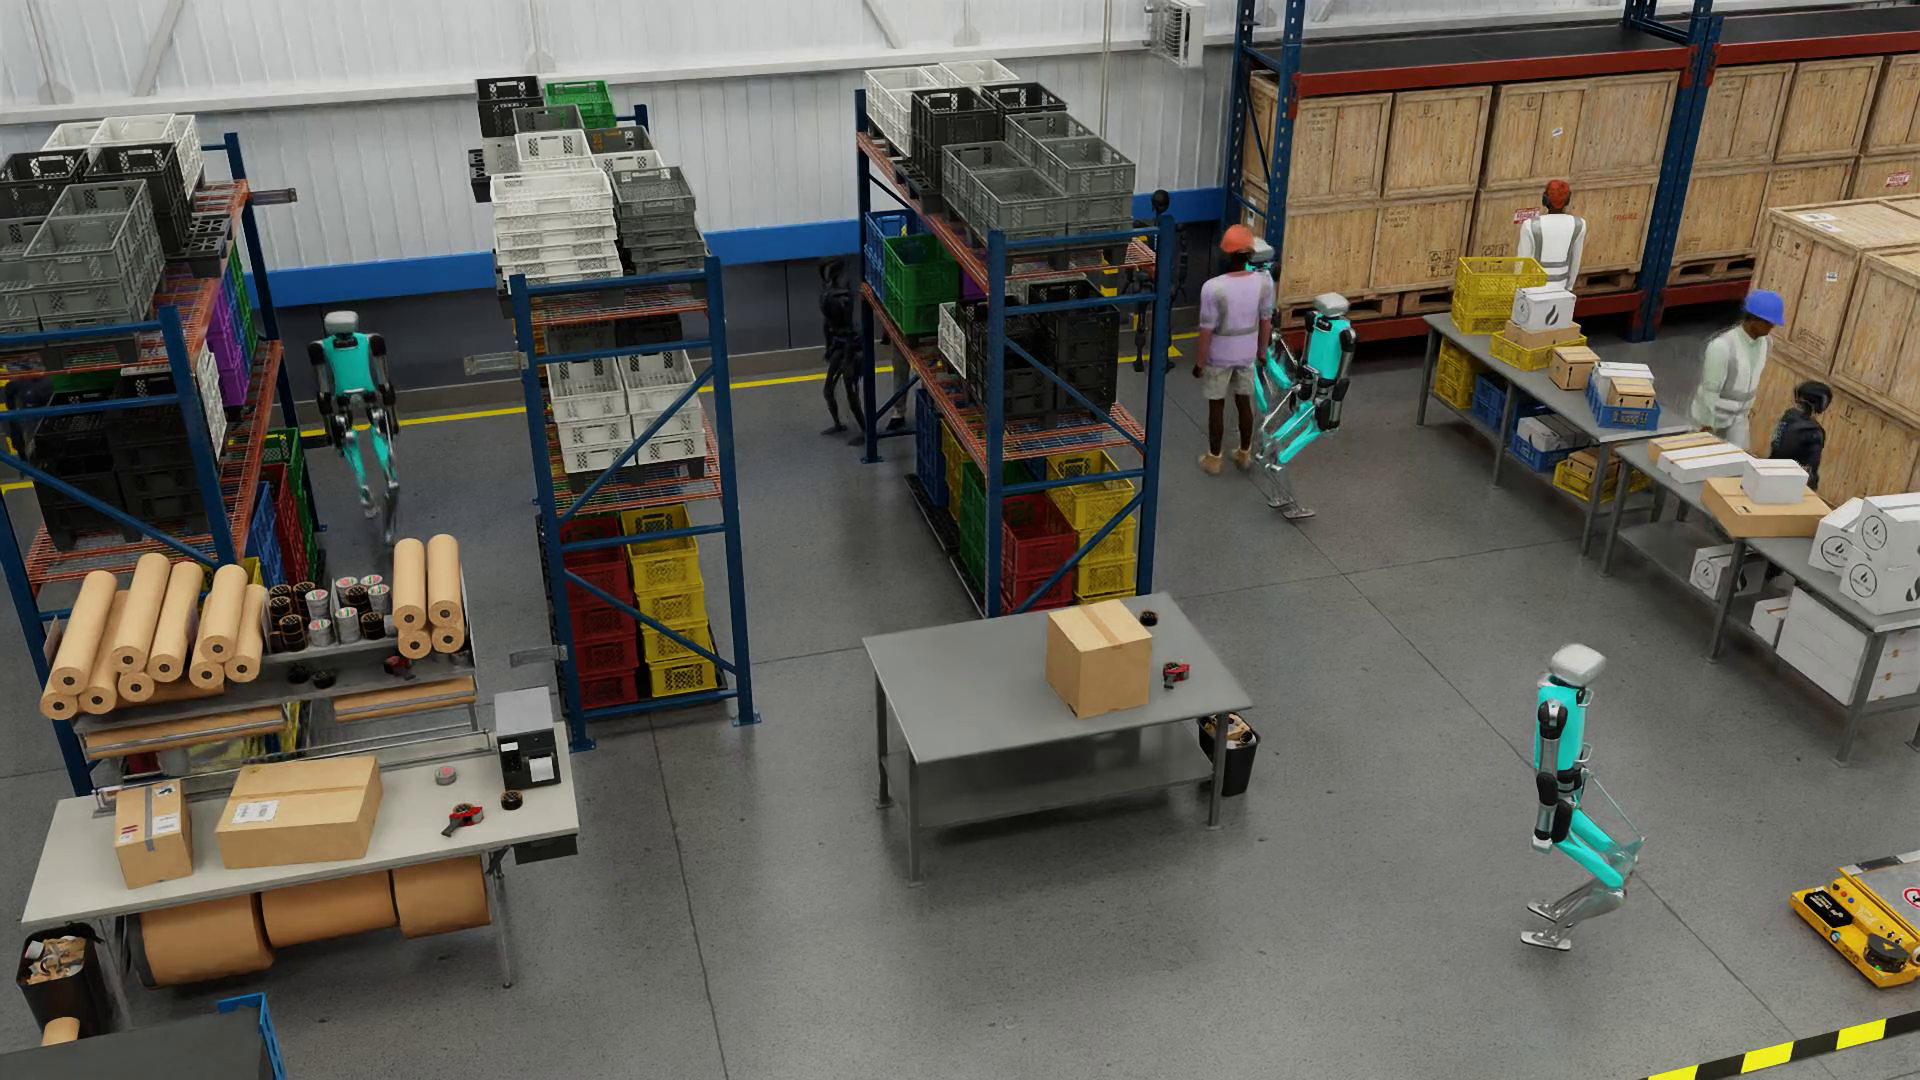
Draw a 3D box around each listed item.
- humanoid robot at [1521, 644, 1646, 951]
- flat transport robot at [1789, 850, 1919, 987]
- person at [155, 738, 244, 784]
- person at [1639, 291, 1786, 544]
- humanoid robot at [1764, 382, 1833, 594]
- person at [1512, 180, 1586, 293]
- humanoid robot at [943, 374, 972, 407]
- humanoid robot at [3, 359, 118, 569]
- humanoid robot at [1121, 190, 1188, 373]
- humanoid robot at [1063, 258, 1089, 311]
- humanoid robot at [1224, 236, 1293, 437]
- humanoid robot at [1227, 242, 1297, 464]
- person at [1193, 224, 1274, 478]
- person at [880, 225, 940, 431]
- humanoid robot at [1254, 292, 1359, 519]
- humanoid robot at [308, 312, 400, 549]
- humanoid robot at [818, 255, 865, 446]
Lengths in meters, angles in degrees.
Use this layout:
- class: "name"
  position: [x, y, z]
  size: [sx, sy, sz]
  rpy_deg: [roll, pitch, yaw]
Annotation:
- class: "humanoid robot"
  position: [3.093, 1.312, 8.116]
  size: [0.735, 1.673, 0.533]
  rpy_deg: [15, 32, 25]
- class: "flat transport robot"
  position: [5.163, 1.916, 8.676]
  size: [1.431, 0.231, 0.659]
  rpy_deg: [-8, 30, -14]
- class: "person"
  position: [-3.830, 1.107, 8.536]
  size: [0.720, 1.818, 0.631]
  rpy_deg: [6, 29, 11]
- class: "person"
  position: [5.564, -0.974, 12.247]
  size: [0.627, 1.895, 0.946]
  rpy_deg: [-10, 30, -18]
- class: "humanoid robot"
  position: [5.617, -0.318, 11.285]
  size: [0.382, 1.649, 0.612]
  rpy_deg: [-1, 29, -1]
- class: "person"
  position: [5.087, -2.219, 14.523]
  size: [0.574, 1.884, 0.356]
  rpy_deg: [-2, 29, -3]
- class: "humanoid robot"
  position: [0.057, -1.696, 13.749]
  size: [0.735, 1.806, 0.530]
  rpy_deg: [-11, 31, -19]
- class: "humanoid robot"
  position: [-6.469, -0.665, 11.964]
  size: [0.613, 1.645, 0.751]
  rpy_deg: [1, 29, 2]
- class: "humanoid robot"
  position: [1.744, -2.321, 14.907]
  size: [0.599, 1.657, 0.315]
  rpy_deg: [7, 29, 12]
- class: "humanoid robot"
  position: [0.877, -1.707, 13.822]
  size: [0.512, 1.650, 0.607]
  rpy_deg: [14, 32, 24]
- class: "humanoid robot"
  position: [2.511, -1.667, 13.676]
  size: [0.753, 1.773, 0.530]
  rpy_deg: [-14, 32, -24]
- class: "humanoid robot"
  position: [2.471, -1.445, 13.242]
  size: [0.532, 1.745, 0.786]
  rpy_deg: [-19, 34, -30]
- class: "person"
  position: [2.110, -1.468, 12.993]
  size: [0.614, 2.040, 0.388]
  rpy_deg: [-9, 30, -16]
- class: "person"
  position: [-0.380, -1.729, 13.681]
  size: [0.587, 1.834, 0.404]
  rpy_deg: [7, 30, 13]
- class: "humanoid robot"
  position: [2.482, -0.965, 12.286]
  size: [0.735, 1.693, 0.531]
  rpy_deg: [-13, 31, -23]
- class: "humanoid robot"
  position: [-4.296, -0.724, 11.982]
  size: [0.530, 1.731, 1.066]
  rpy_deg: [-10, 30, -18]
- class: "humanoid robot"
  position: [-0.923, -1.540, 13.515]
  size: [0.427, 1.642, 0.601]
  rpy_deg: [-13, 31, -22]
